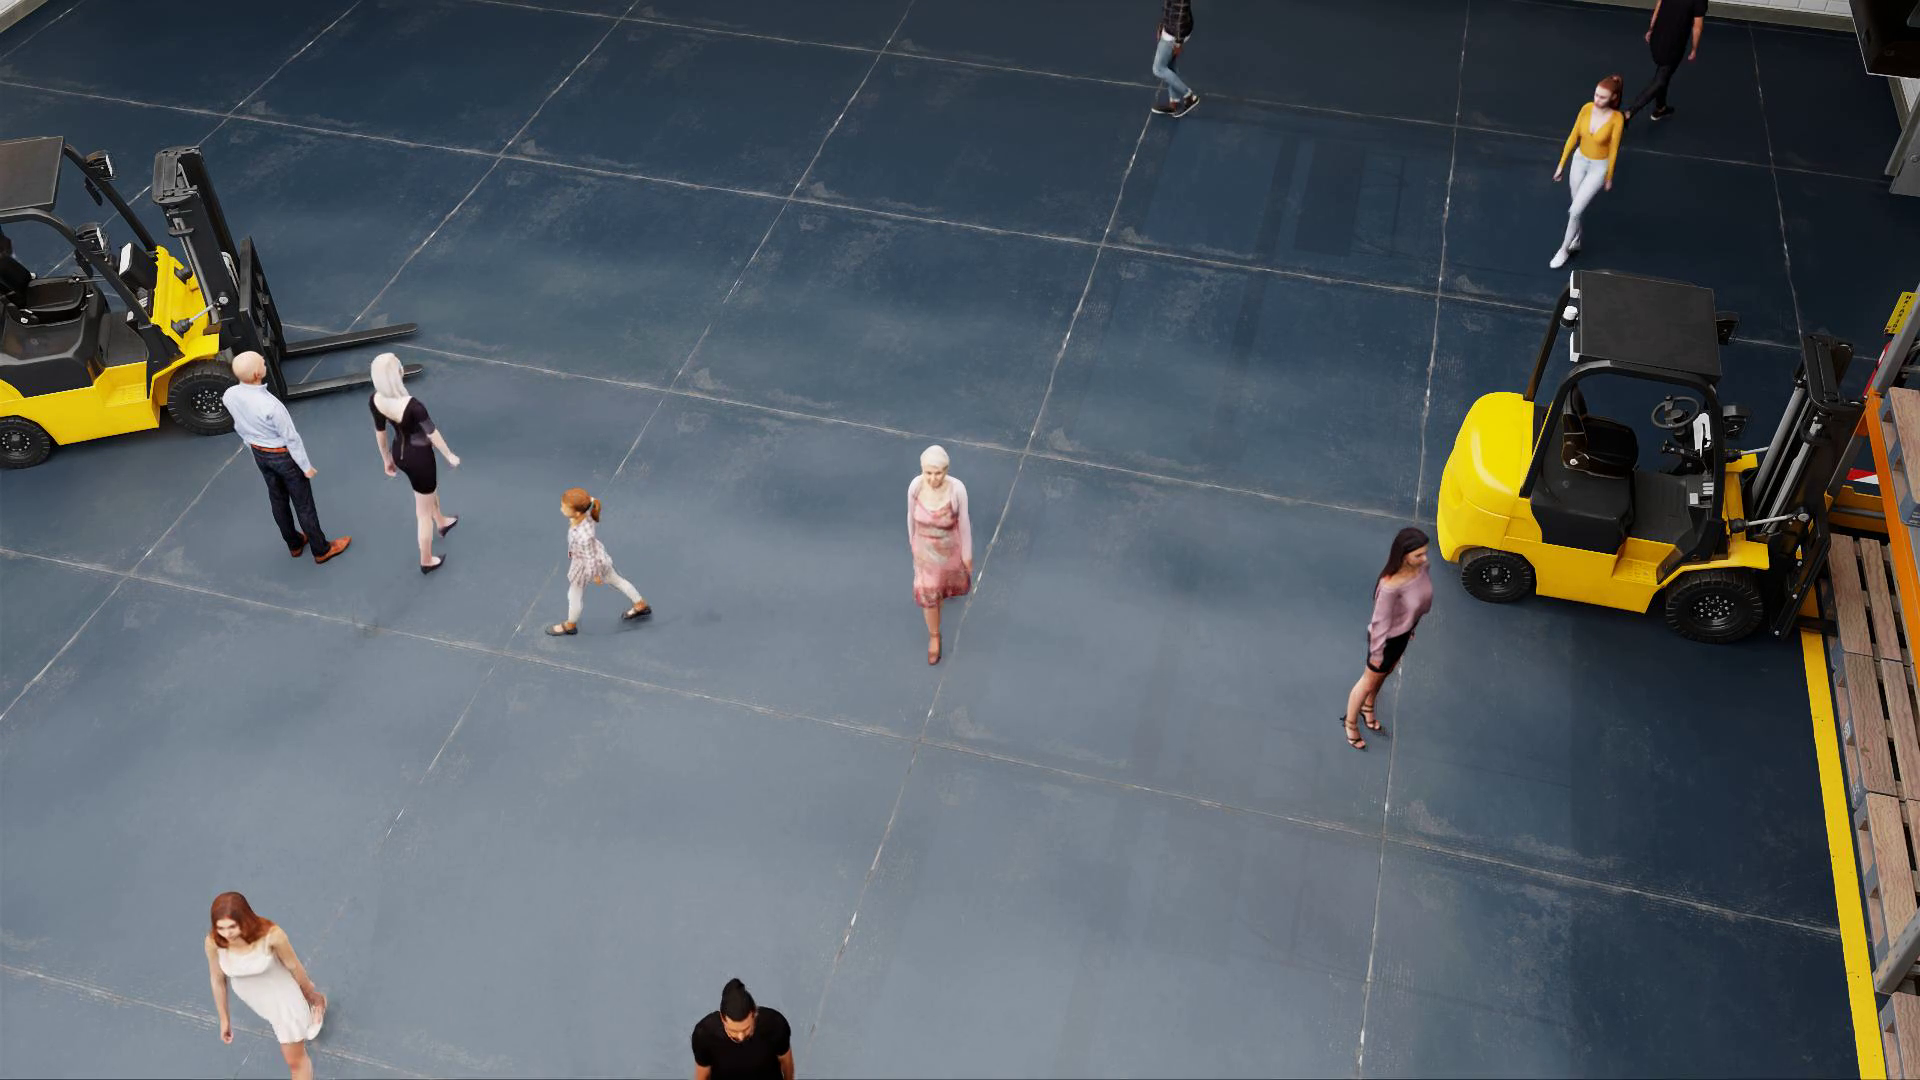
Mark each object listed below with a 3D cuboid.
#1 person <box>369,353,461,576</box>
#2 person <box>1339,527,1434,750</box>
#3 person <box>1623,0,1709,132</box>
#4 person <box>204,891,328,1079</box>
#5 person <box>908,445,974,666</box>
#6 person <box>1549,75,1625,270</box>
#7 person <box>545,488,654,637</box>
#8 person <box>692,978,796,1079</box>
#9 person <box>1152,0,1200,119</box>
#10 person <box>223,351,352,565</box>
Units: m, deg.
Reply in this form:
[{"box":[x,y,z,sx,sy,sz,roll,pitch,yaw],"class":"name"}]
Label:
[{"box":[-3.802,-0.460,11.459,0.669,1.810,0.879,17,46,17],"class":"person"},{"box":[2.660,0.605,10.340,0.759,1.810,0.637,34,53,31],"class":"person"},{"box":[6.768,-4.772,15.968,1.217,1.833,1.163,-21,47,-20],"class":"person"},{"box":[-3.586,2.282,8.691,0.768,1.657,1.228,1,44,1],"class":"person"},{"box":[-0.120,-0.002,11.084,0.698,1.664,1.057,4,44,4],"class":"person"},{"box":[5.501,-3.243,14.433,0.904,1.736,0.820,-32,52,-29],"class":"person"},{"box":[-2.425,0.133,11.222,0.820,1.278,0.964,-5,44,-5],"class":"person"},{"box":[-1.080,2.672,8.217,0.856,1.746,1.028,-8,44,-8],"class":"person"},{"box":[2.187,-4.944,16.168,0.791,1.805,0.714,4,44,4],"class":"person"},{"box":[-4.742,-0.573,11.590,0.666,1.791,0.596,15,46,15],"class":"person"}]
